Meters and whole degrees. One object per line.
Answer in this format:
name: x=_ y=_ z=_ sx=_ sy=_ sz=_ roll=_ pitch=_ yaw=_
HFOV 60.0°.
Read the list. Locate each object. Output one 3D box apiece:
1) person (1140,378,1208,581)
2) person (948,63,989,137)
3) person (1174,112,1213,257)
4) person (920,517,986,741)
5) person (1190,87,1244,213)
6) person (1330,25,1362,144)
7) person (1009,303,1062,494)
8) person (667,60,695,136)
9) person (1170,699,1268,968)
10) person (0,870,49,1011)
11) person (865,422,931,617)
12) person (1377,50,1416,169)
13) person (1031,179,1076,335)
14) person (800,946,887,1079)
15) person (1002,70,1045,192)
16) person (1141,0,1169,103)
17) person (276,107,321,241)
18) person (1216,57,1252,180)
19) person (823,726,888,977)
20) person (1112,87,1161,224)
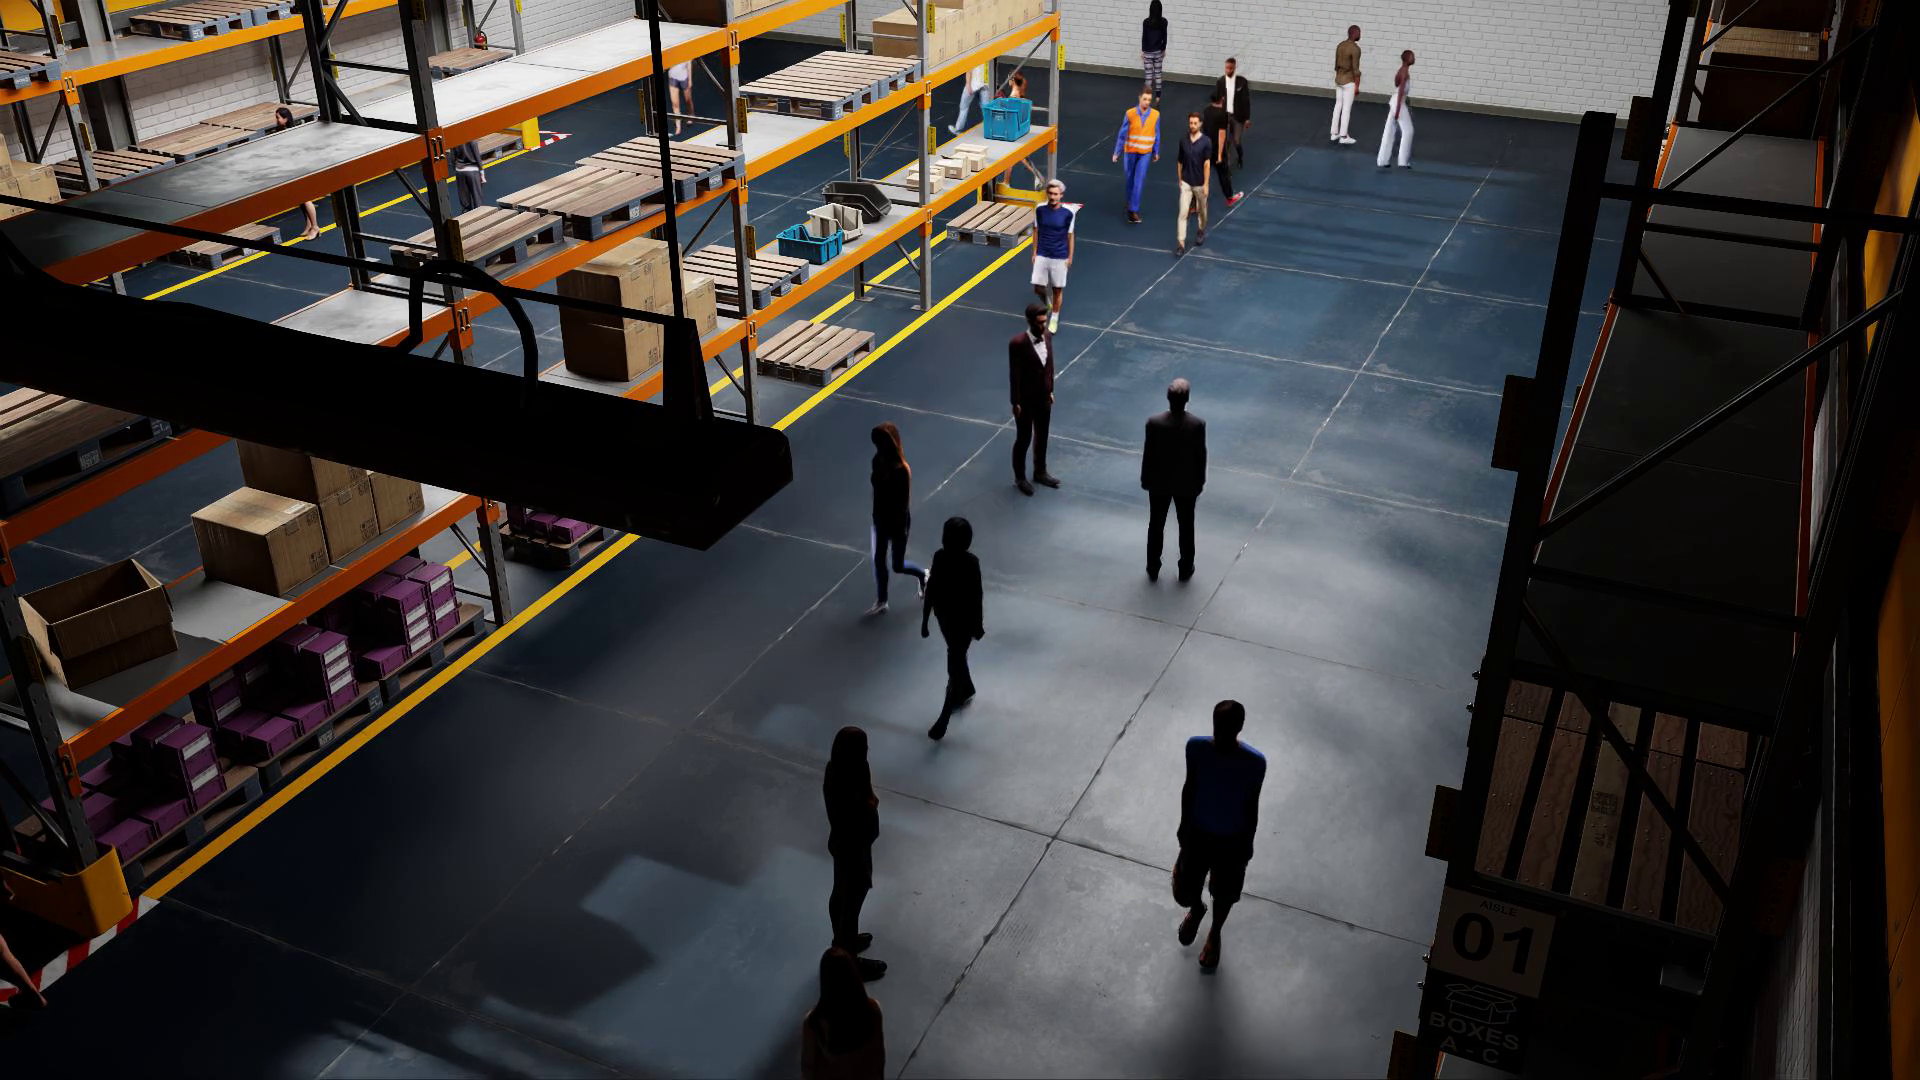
person: x=1.809 y=-0.514 z=14.091 sx=0.780 sy=1.842 sz=0.710 roll=5 pitch=29 yaw=9
person: x=0.323 y=-7.200 z=26.368 sx=1.139 sy=1.824 sz=1.082 roll=-18 pitch=33 yaw=-30
person: x=3.100 y=-4.674 z=21.744 sx=0.671 sy=1.816 sz=1.187 roll=11 pitch=30 yaw=19
person: x=0.014 y=0.560 z=12.301 sx=0.638 sy=1.672 sz=1.079 roll=16 pitch=32 yaw=26
person: x=3.463 y=-5.386 z=23.154 sx=1.186 sy=1.717 sz=0.943 roll=-20 pitch=35 yaw=-33
person: x=6.154 y=-7.269 z=26.494 sx=0.832 sy=1.824 sz=0.797 roll=-12 pitch=31 yaw=-21
person: x=0.671 y=-1.358 z=15.618 sx=0.710 sy=1.861 sz=0.837 roll=-22 pitch=36 yaw=-35
person: x=-4.536 y=-7.508 z=27.094 sx=0.832 sy=1.668 sz=1.178 roll=3 pitch=29 yaw=5
person: x=1.565 y=1.692 z=10.031 sx=0.669 sy=1.858 sz=0.695 roll=10 pitch=30 yaw=17
person: x=-5.650 y=2.105 z=9.626 sx=0.732 sy=1.521 sz=0.958 roll=7 pitch=29 yaw=13
person: x=-0.511 y=-0.185 z=13.625 sx=0.727 sy=1.712 sz=0.921 roll=23 pitch=36 yaw=36
person: x=6.523 y=-6.494 z=25.135 sx=0.763 sy=1.765 sz=0.757 roll=2 pitch=29 yaw=5
person: x=1.083 y=-3.309 z=19.228 sx=0.716 sy=1.830 sz=0.752 roll=8 pitch=30 yaw=14
person: x=-0.560 y=2.744 z=8.261 sx=0.675 sy=1.706 sz=0.733 roll=-10 pitch=30 yaw=-17
person: x=0.868 y=-5.863 z=23.970 sx=0.724 sy=1.772 sz=0.992 roll=16 pitch=33 yaw=27
person: x=3.355 y=-8.480 z=28.809 sx=0.682 sy=1.733 sz=0.701 roll=-5 pitch=29 yaw=-9
person: x=-8.856 y=-4.893 z=22.195 sx=0.797 sy=1.769 sz=0.775 roll=-19 pitch=34 yaw=-31
person: x=4.059 y=-6.278 z=24.717 sx=0.703 sy=1.785 sz=0.810 roll=10 pitch=30 yaw=18
person: x=-0.669 y=1.843 z=9.911 sx=0.734 sy=1.707 sz=0.669 roll=-9 pitch=30 yaw=-16
person: x=2.449 y=-5.330 z=22.960 sx=1.138 sy=1.804 sz=1.370 roll=2 pitch=29 yaw=4
